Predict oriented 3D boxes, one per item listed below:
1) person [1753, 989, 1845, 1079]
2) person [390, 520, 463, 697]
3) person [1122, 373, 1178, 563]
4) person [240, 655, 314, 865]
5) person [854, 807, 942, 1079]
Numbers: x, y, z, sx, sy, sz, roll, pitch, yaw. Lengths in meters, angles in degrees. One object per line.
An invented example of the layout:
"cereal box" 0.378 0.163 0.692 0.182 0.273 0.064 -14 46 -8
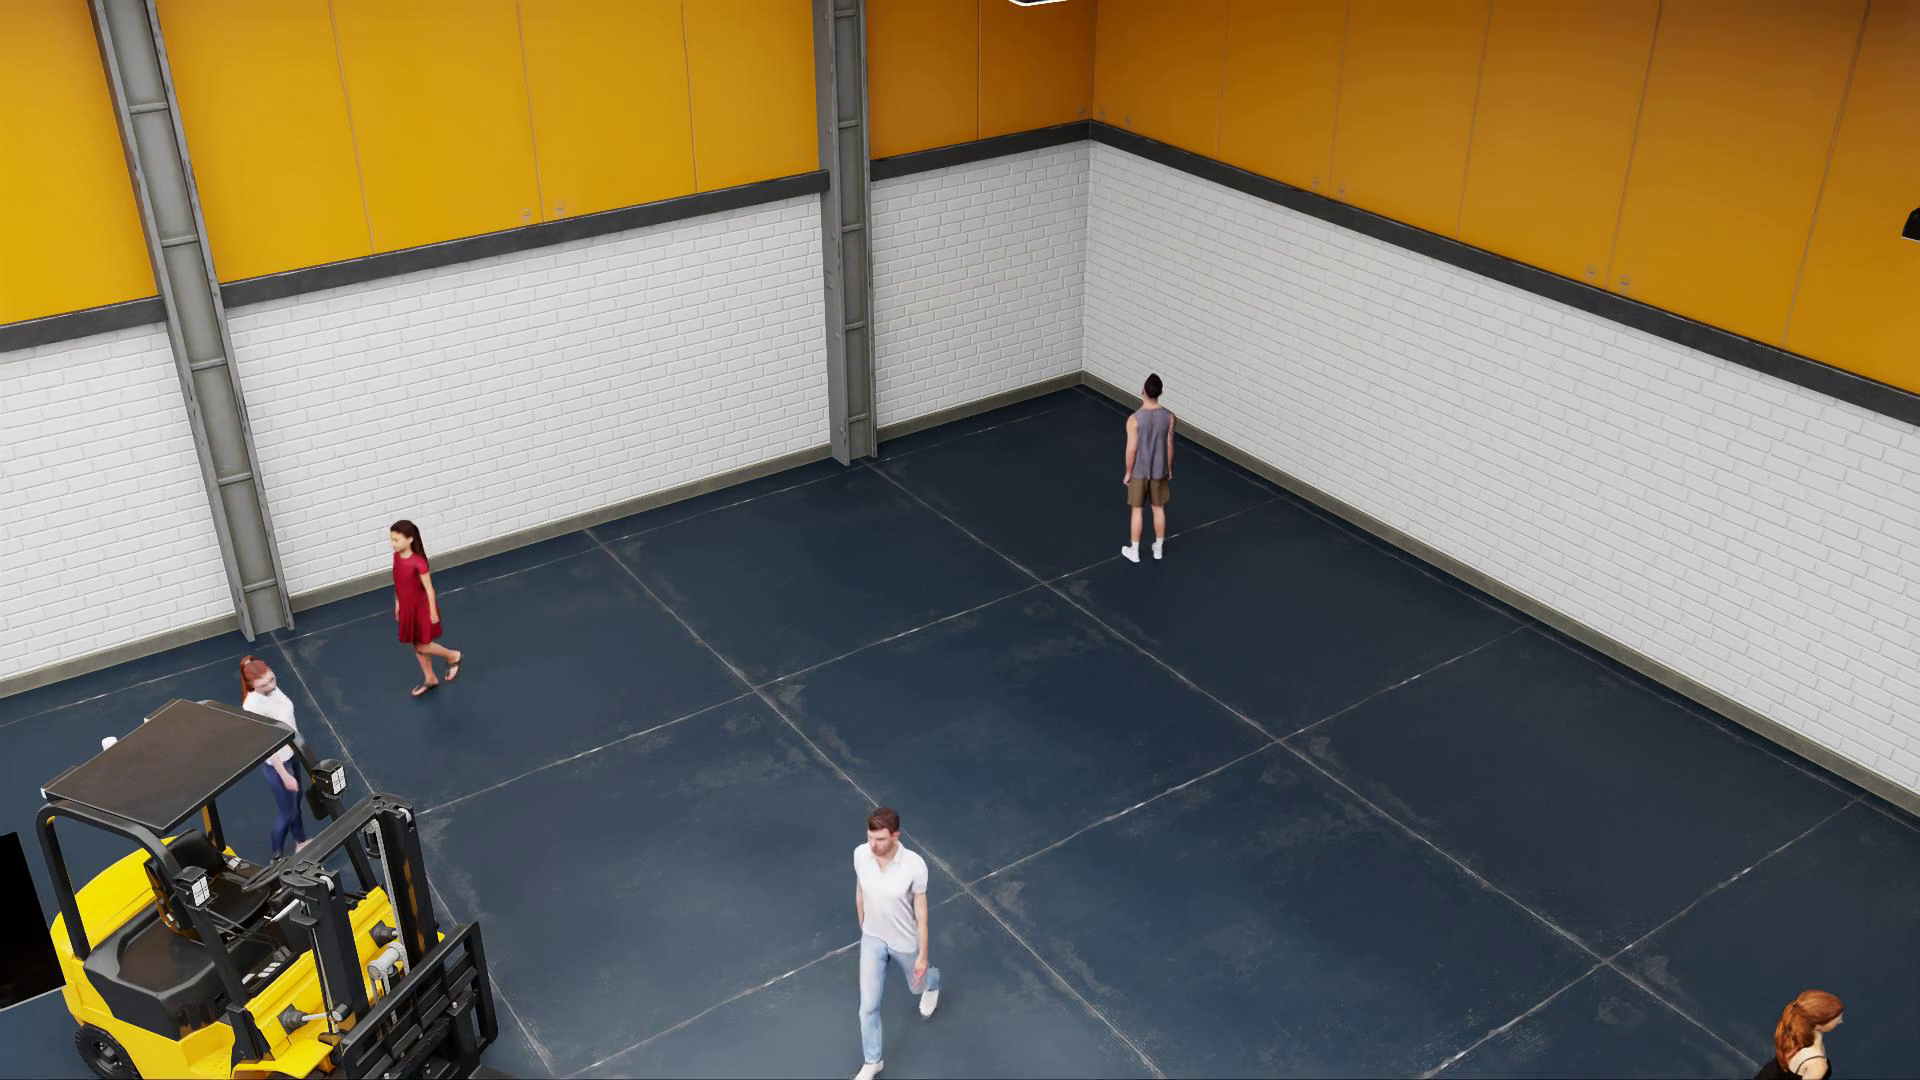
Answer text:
"person" 4.229 2.974 8.754 1.145 1.587 0.923 -2 29 -4
"person" -4.299 0.507 13.326 0.679 1.541 0.823 19 34 31
"person" 1.713 -0.648 15.174 0.641 1.847 0.780 -5 29 -10
"person" -4.643 1.476 11.350 0.739 1.732 0.721 -14 32 -24
"person" -0.339 2.292 9.763 1.081 1.819 1.261 10 30 18
